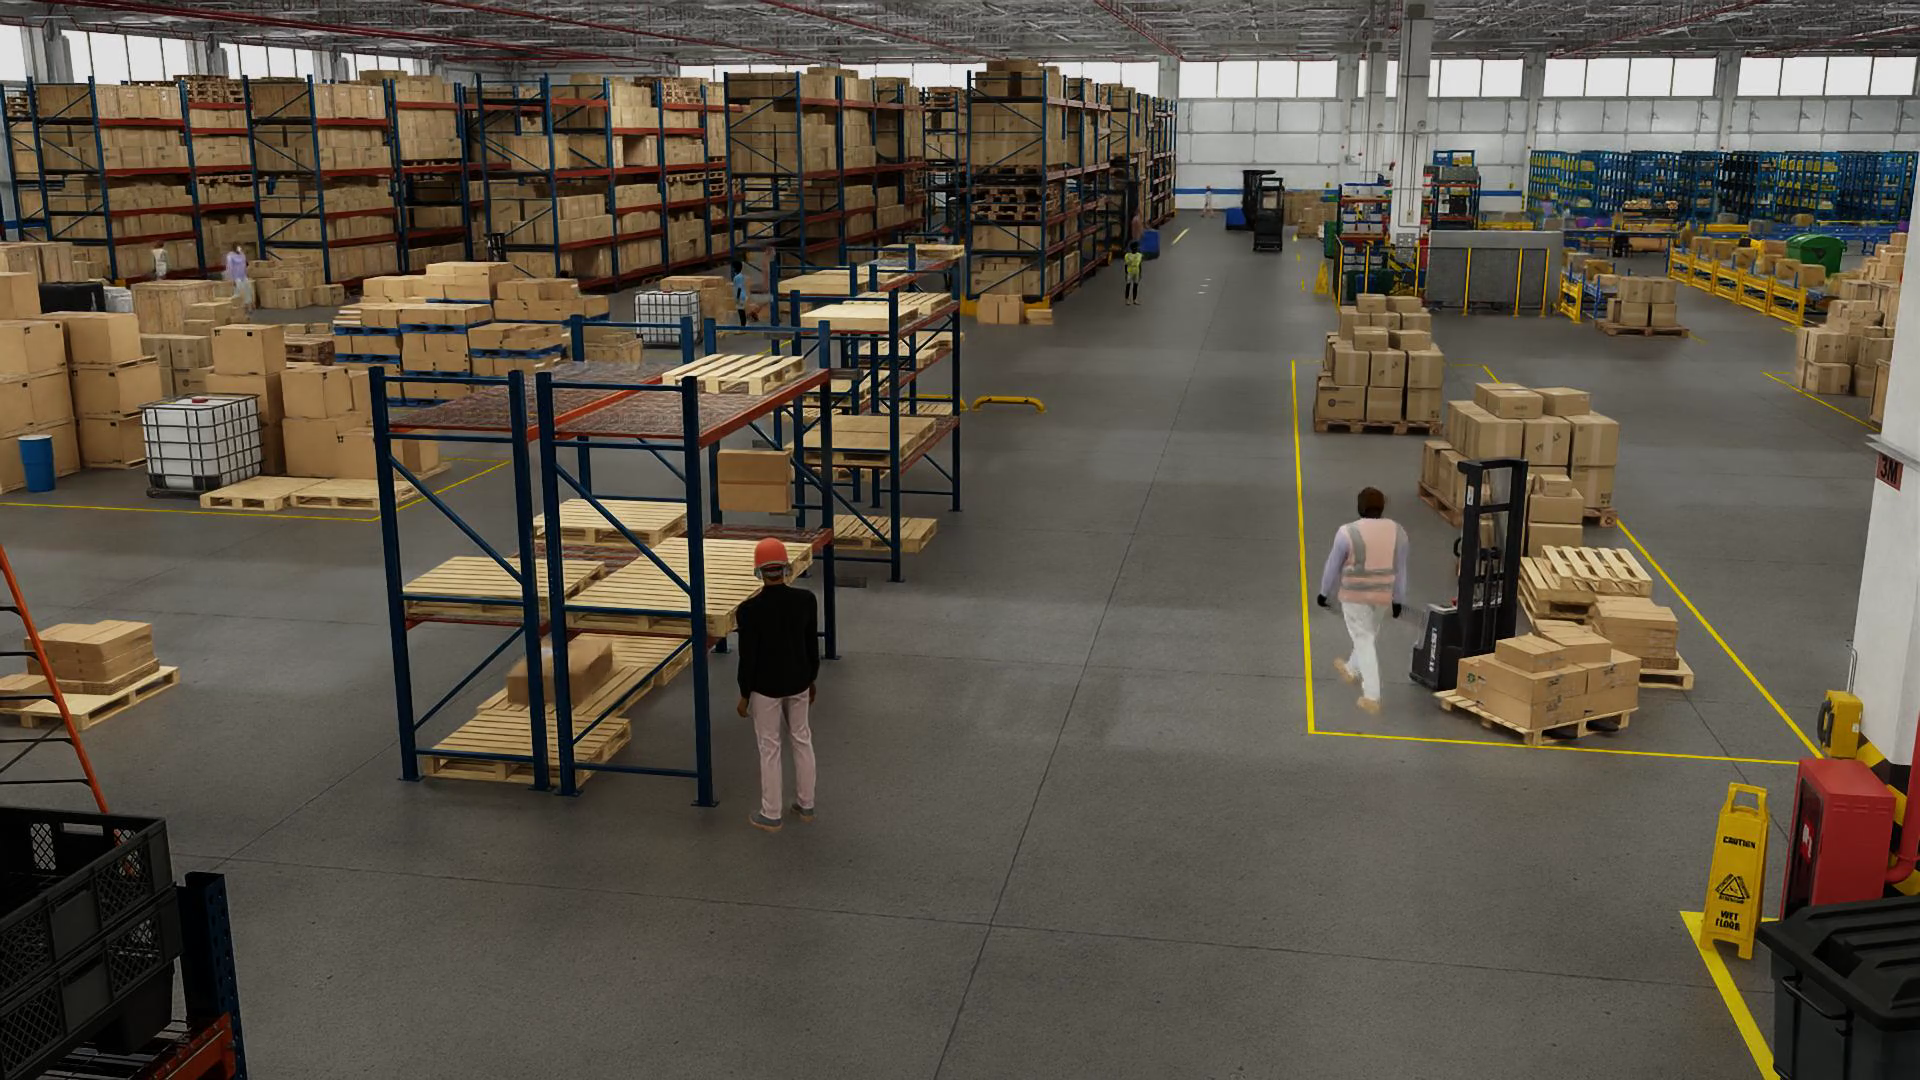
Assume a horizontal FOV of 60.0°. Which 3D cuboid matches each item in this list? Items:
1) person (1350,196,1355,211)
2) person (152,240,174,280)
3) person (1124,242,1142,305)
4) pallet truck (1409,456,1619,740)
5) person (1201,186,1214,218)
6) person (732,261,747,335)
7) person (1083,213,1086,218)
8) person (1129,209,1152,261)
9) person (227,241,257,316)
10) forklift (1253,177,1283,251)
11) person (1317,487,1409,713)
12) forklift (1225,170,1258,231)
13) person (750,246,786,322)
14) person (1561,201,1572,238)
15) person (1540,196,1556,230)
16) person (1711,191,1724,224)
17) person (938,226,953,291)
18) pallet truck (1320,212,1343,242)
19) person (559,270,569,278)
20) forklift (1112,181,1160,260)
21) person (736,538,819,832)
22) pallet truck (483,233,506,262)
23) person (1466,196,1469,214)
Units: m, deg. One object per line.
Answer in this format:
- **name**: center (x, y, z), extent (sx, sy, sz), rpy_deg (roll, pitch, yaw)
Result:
- **person**: center (20.655, -17.760, 87.674), extent (0.485, 1.734, 0.348), rpy_deg (-11, 18, -39)
- **person**: center (-22.496, -7.646, 46.900), extent (0.524, 1.587, 0.882), rpy_deg (5, 15, 18)
- **person**: center (4.660, -7.171, 44.758), extent (0.548, 1.697, 0.316), rpy_deg (-6, 15, -24)
- **pallet truck**: center (4.504, 0.400, 13.395), extent (0.823, 1.965, 1.885), rpy_deg (-6, 15, -23)
- **person**: center (13.355, -18.165, 89.381), extent (0.554, 1.710, 0.916), rpy_deg (-10, 17, -36)
- **person**: center (-5.072, -5.575, 38.278), extent (0.319, 1.694, 0.533), rpy_deg (0, 14, 0)
- **person**: center (5.781, -15.445, 77.913), extent (0.406, 1.911, 0.636), rpy_deg (-8, 16, -31)
- **person**: center (6.420, -10.844, 59.344), extent (0.999, 1.842, 0.672), rpy_deg (-2, 14, -10)
- **person**: center (-18.016, -6.544, 41.752), extent (0.678, 1.914, 0.650), rpy_deg (4, 15, 17)
- **forklift**: center (12.083, -12.747, 64.956), extent (1.129, 2.768, 1.873), rpy_deg (3, 14, 10)
- **person**: center (3.284, 0.448, 13.639), extent (0.638, 1.787, 0.980), rpy_deg (-4, 14, -17)
- **forklift**: center (13.418, -15.753, 77.160), extent (1.873, 2.768, 1.129), rpy_deg (10, 17, 34)
- **person**: center (-4.738, -6.247, 40.679), extent (0.783, 1.879, 0.687), rpy_deg (-5, 15, -19)
- **person**: center (23.960, -12.406, 65.579), extent (0.910, 1.912, 0.615), rpy_deg (4, 14, 16)
- **person**: center (25.991, -14.320, 73.591), extent (0.588, 1.795, 0.996), rpy_deg (-9, 17, -33)
- **person**: center (36.278, -15.757, 79.430), extent (0.917, 1.784, 0.624), rpy_deg (9, 16, 32)
- **person**: center (-0.343, -8.288, 48.905), extent (0.584, 1.898, 0.871), rpy_deg (1, 14, 6)
- **pallet truck**: center (15.874, -13.227, 70.310), extent (0.680, 1.201, 1.601), rpy_deg (10, 17, 35)
- **person**: center (-7.881, -4.446, 33.269), extent (0.448, 1.899, 0.613), rpy_deg (9, 17, 33)
- **forklift**: center (6.291, -11.591, 60.262), extent (1.873, 2.768, 1.129), rpy_deg (3, 14, 10)
- **person**: center (-1.223, 0.965, 11.116), extent (0.612, 1.991, 0.392), rpy_deg (-10, 17, -35)
- **pallet truck**: center (-11.832, -7.026, 43.548), extent (1.885, 1.965, 0.823), rpy_deg (8, 16, 28)
- **person**: center (22.109, -14.209, 73.048), extent (0.589, 1.834, 0.403), rpy_deg (5, 15, 19)
